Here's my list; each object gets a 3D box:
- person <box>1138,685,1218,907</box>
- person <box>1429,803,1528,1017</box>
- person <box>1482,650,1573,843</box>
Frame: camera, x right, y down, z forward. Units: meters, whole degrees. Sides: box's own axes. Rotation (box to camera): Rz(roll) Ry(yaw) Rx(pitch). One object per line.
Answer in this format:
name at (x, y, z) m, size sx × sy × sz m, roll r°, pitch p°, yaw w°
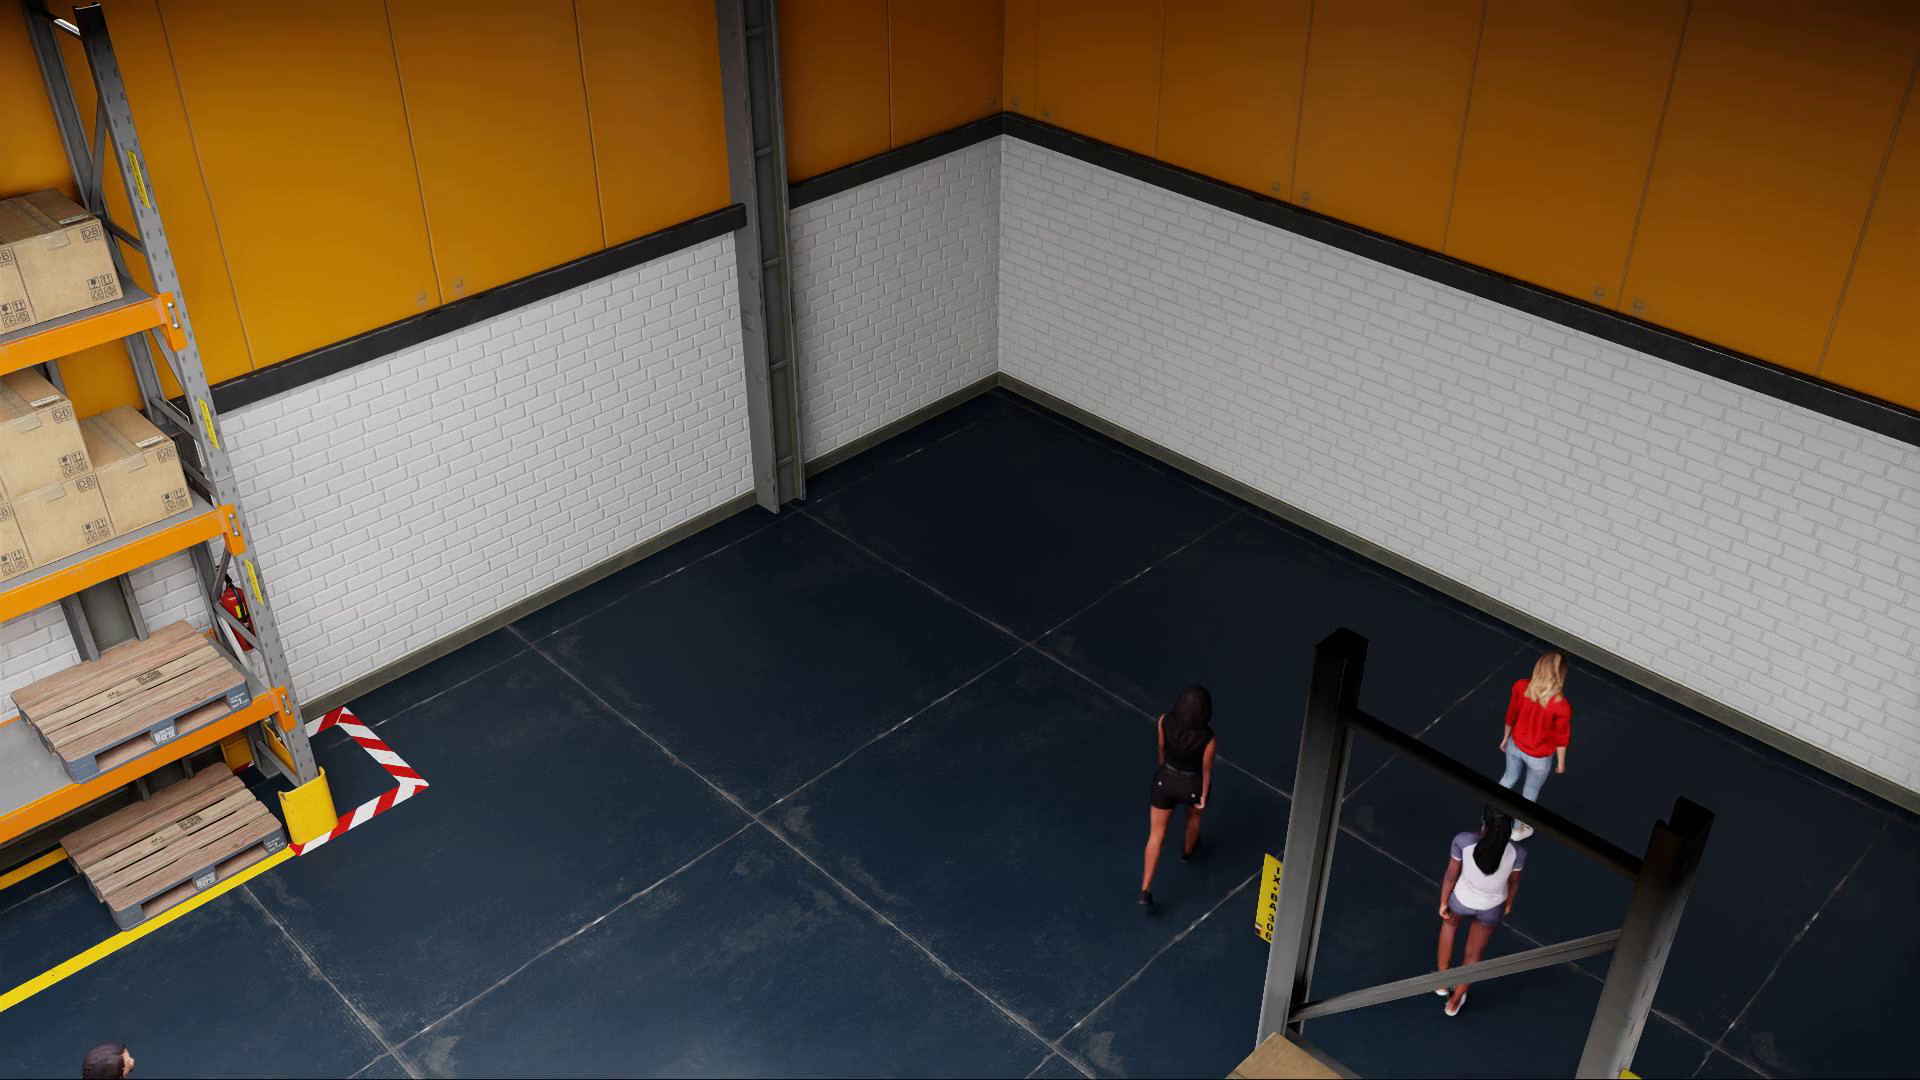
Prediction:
person at (1.458, 1.757, 11.308) m, size 0.869 × 1.700 × 1.240 m, roll 14°, pitch 36°, yaw 19°
person at (3.223, 2.349, 10.410) m, size 0.703 × 1.709 × 0.735 m, roll 12°, pitch 35°, yaw 17°
person at (3.990, 1.500, 11.694) m, size 0.680 × 1.701 × 0.654 m, roll -25°, pitch 41°, yaw -33°
